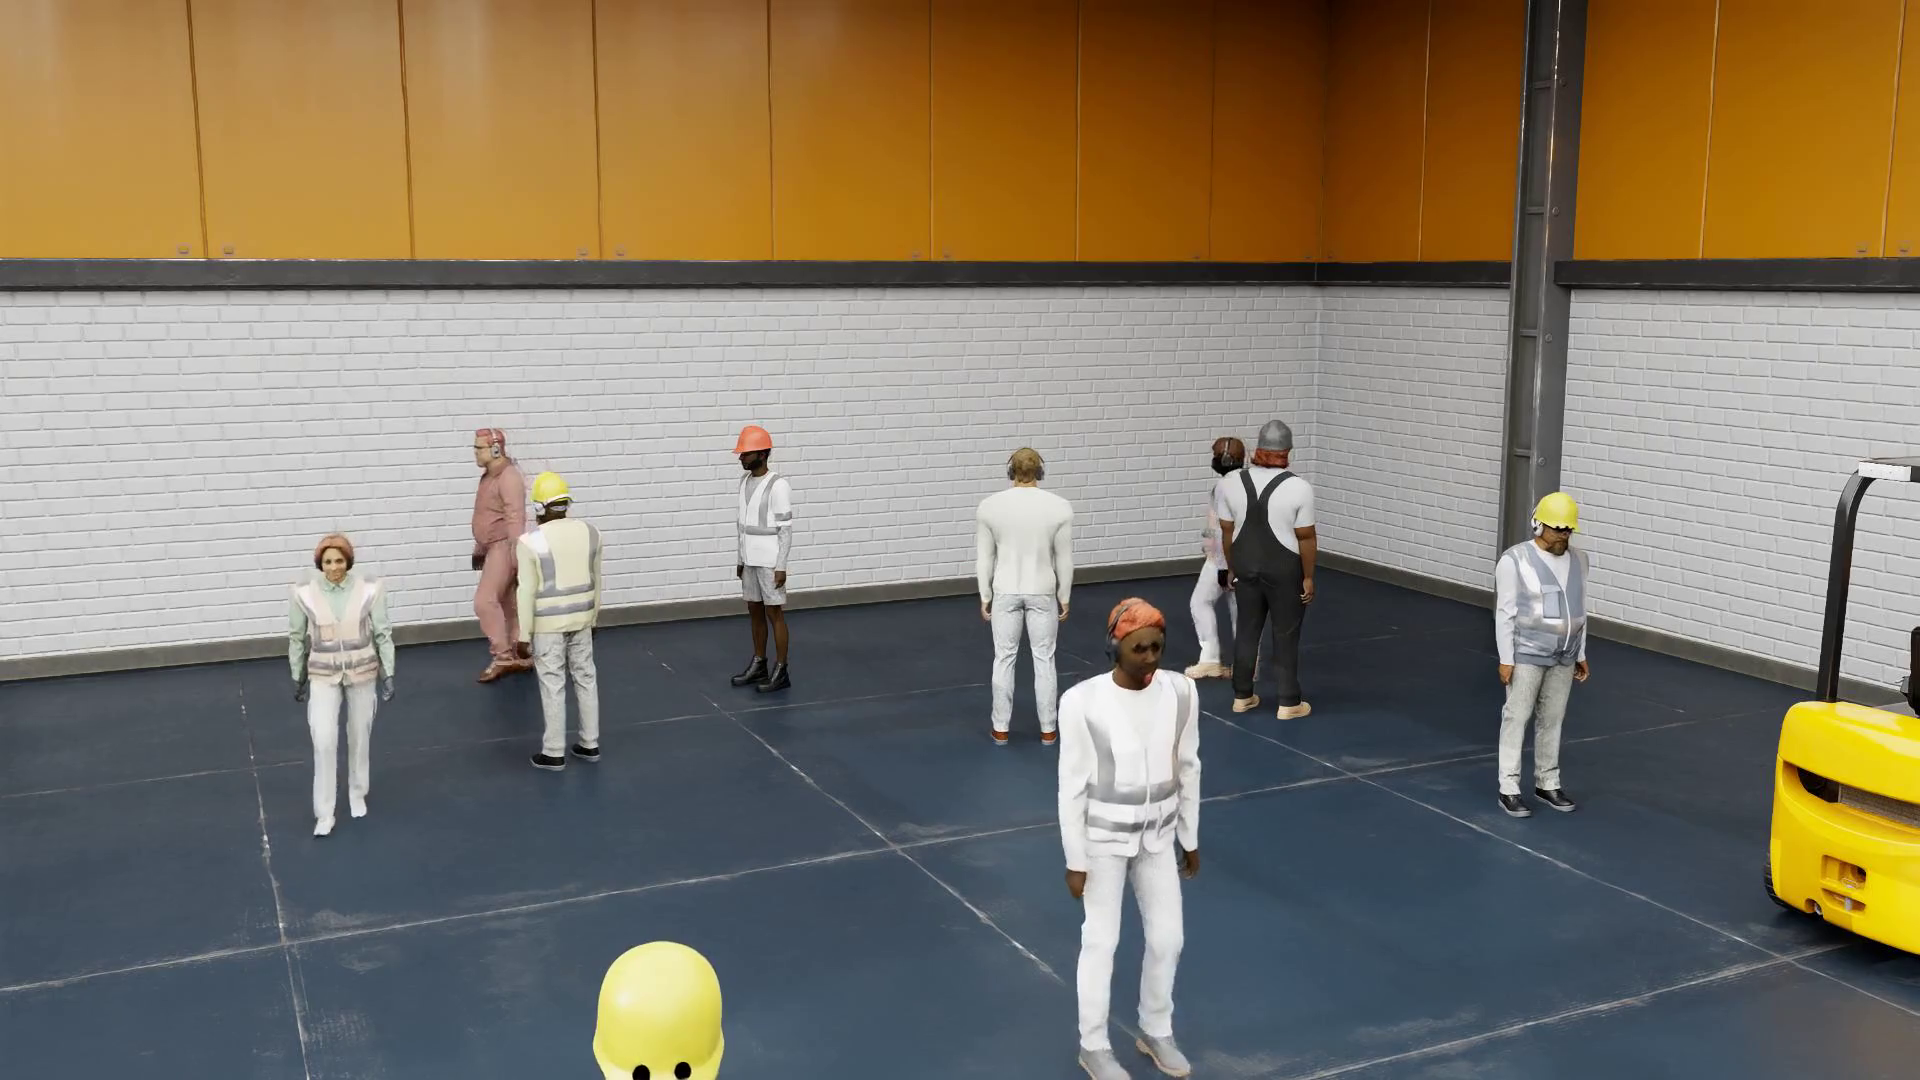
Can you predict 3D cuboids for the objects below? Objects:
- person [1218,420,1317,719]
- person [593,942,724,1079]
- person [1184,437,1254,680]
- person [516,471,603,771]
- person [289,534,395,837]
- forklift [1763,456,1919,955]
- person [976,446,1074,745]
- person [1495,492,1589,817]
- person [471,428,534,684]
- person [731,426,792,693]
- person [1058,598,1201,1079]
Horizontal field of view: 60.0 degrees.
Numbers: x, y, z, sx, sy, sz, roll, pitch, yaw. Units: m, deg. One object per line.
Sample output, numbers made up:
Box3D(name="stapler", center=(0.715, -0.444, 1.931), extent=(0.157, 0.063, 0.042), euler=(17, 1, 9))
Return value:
Box3D(name="person", center=(2.146, 0.192, 11.380), extent=(0.689, 2.000, 0.539), euler=(7, 11, 37))
Box3D(name="person", center=(-0.523, 1.614, 2.935), extent=(0.584, 1.918, 0.381), euler=(-5, 11, -30))
Box3D(name="person", center=(1.929, 0.141, 12.352), extent=(0.623, 1.822, 0.663), euler=(5, 11, 30))
Box3D(name="person", center=(-2.454, 0.491, 10.164), extent=(0.404, 1.833, 0.592), euler=(8, 12, 42))
Box3D(name="person", center=(-3.345, 0.784, 9.030), extent=(0.539, 1.608, 0.741), euler=(-4, 10, -21))
Box3D(name="forklift", center=(4.857, 0.731, 7.561), extent=(2.313, 2.155, 1.214), euler=(-4, 10, -25))
Box3D(name="person", center=(0.417, 0.359, 10.702), extent=(0.626, 1.930, 0.378), euler=(1, 9, 5))
Box3D(name="person", center=(3.273, 0.634, 9.315), extent=(0.588, 1.823, 0.403), euler=(-3, 10, -18))
Box3D(name="person", center=(-3.474, 0.107, 12.376), extent=(0.608, 1.887, 0.659), euler=(-4, 10, -22))
Box3D(name="person", center=(-1.455, 0.137, 12.037), extent=(0.375, 1.935, 0.551), euler=(-8, 12, -42))
Box3D(name="person", center=(0.626, 1.126, 6.167), extent=(0.592, 1.867, 0.405), euler=(-4, 10, -23))
